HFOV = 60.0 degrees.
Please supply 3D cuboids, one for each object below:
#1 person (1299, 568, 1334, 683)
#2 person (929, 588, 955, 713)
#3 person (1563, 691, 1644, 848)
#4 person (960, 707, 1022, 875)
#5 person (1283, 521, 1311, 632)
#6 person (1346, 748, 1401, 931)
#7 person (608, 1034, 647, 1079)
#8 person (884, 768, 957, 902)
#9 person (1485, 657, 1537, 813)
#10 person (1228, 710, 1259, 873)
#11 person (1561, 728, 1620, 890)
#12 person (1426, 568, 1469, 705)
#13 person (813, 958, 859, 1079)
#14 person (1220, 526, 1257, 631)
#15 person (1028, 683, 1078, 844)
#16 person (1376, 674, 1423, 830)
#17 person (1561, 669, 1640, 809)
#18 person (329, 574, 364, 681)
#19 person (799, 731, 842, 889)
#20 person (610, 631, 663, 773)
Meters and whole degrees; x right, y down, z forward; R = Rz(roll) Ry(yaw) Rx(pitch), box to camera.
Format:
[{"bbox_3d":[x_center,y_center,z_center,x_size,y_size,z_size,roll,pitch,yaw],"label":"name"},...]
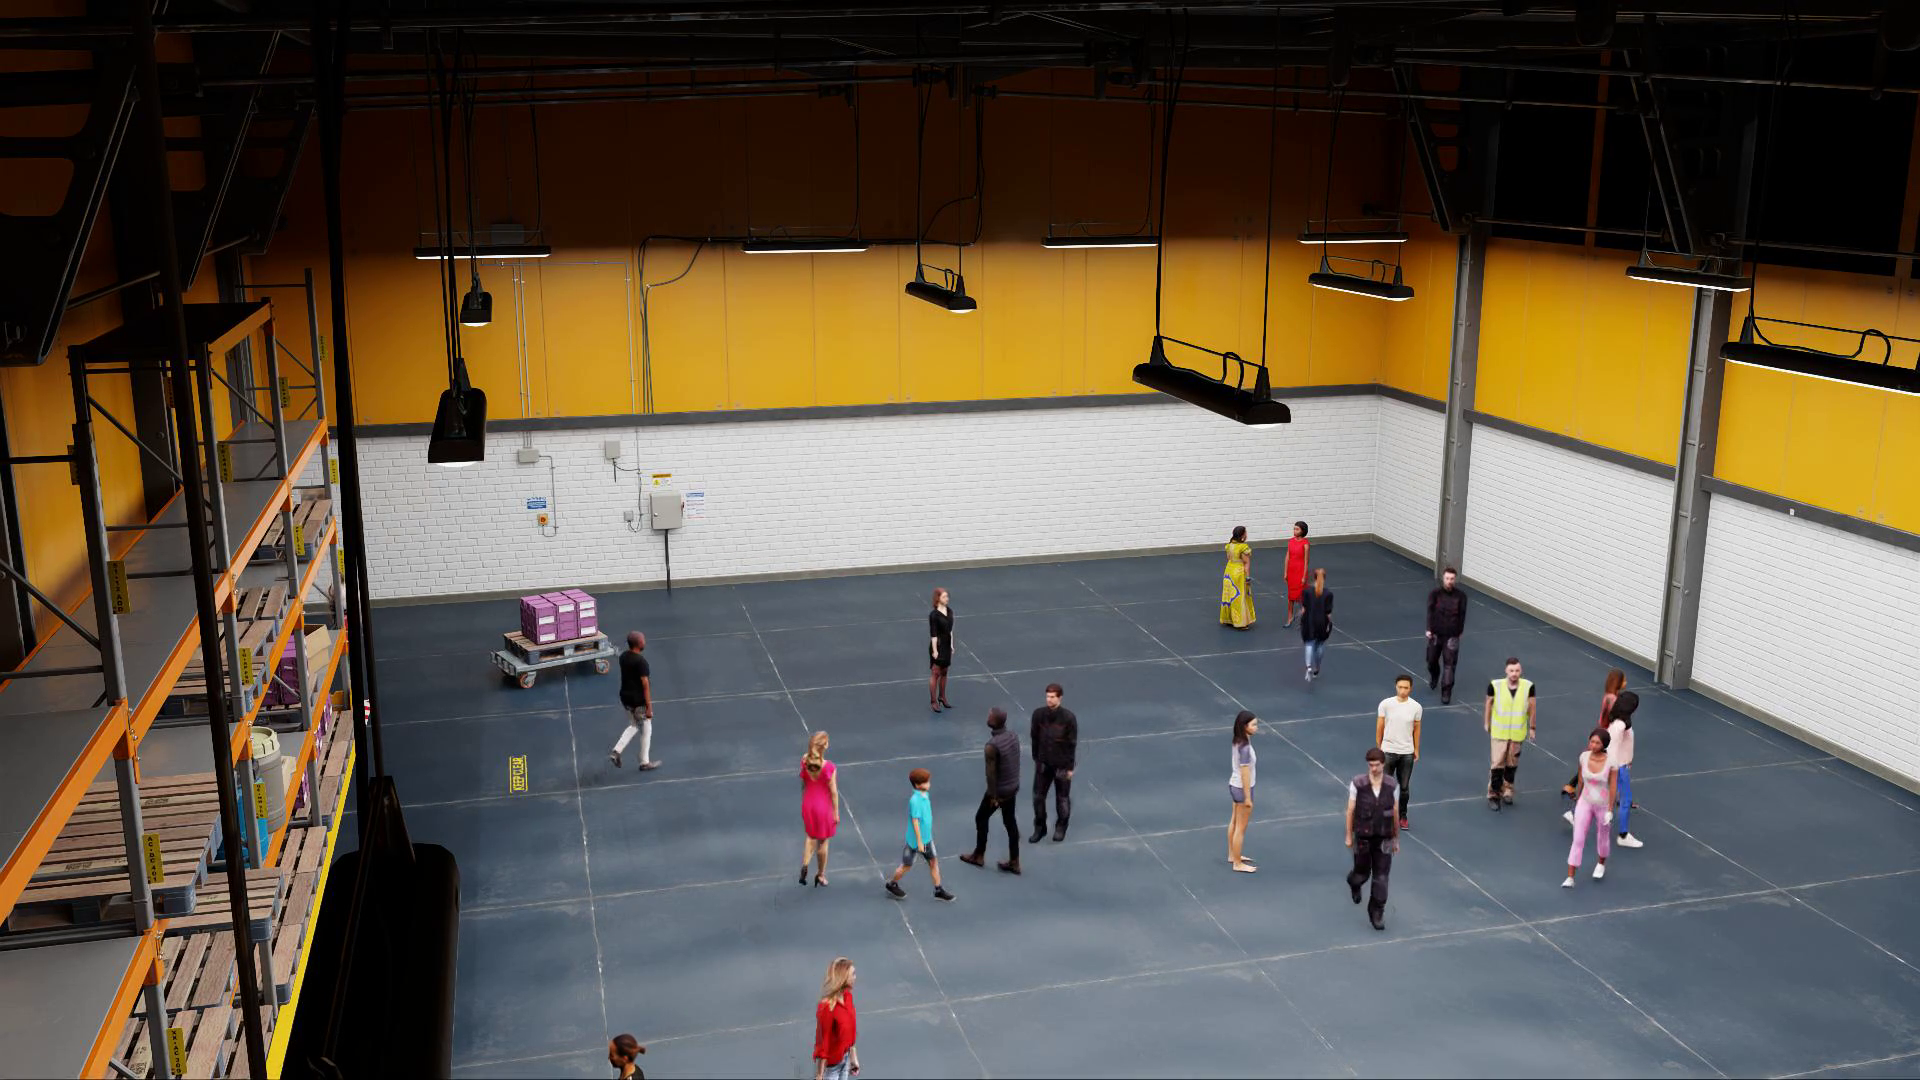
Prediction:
[{"bbox_3d":[5.046,1.236,23.646,0.970,1.662,1.132,5,14,18],"label":"person"},{"bbox_3d":[-0.267,1.475,22.565,0.684,1.706,0.655,10,17,36],"label":"person"},{"bbox_3d":[7.119,2.495,18.292,1.041,1.735,1.099,5,14,18],"label":"person"},{"bbox_3d":[0.506,2.649,17.484,1.068,1.816,0.984,11,17,37],"label":"person"},{"bbox_3d":[5.338,0.552,26.298,0.698,1.744,0.578,-12,18,-41],"label":"person"},{"bbox_3d":[4.064,2.894,16.440,0.824,1.831,0.982,0,14,1],"label":"person"},{"bbox_3d":[-2.240,4.177,11.489,0.653,1.667,0.462,-3,14,-12],"label":"person"},{"bbox_3d":[-0.487,2.999,16.885,0.973,1.417,0.964,6,15,23],"label":"person"},{"bbox_3d":[6.366,2.203,19.314,0.906,1.822,1.055,1,14,5],"label":"person"},{"bbox_3d":[2.995,2.647,17.669,0.696,1.731,0.542,0,14,0],"label":"person"},{"bbox_3d":[6.633,2.769,17.249,1.102,1.694,1.078,10,17,35],"label":"person"},{"bbox_3d":[6.683,1.284,22.946,0.958,1.898,1.068,4,14,17],"label":"person"},{"bbox_3d":[-0.978,3.945,12.406,0.823,1.685,0.699,8,16,31],"label":"person"},{"bbox_3d":[4.404,0.579,26.365,0.999,1.660,0.832,-8,16,-30],"label":"person"},{"bbox_3d":[1.082,2.437,18.345,0.887,1.823,0.932,5,14,20],"label":"person"},{"bbox_3d":[4.919,2.361,18.707,0.708,1.799,0.676,2,14,8],"label":"person"},{"bbox_3d":[7.373,2.318,19.177,1.092,1.662,1.067,6,15,25],"label":"person"},{"bbox_3d":[-8.865,1.146,24.017,0.782,1.663,1.185,-7,15,-27],"label":"person"},{"bbox_3d":[-1.502,2.799,17.067,0.821,1.719,0.885,7,15,26],"label":"person"},{"bbox_3d":[-4.012,1.995,20.243,0.964,1.788,0.981,12,18,41],"label":"person"}]
